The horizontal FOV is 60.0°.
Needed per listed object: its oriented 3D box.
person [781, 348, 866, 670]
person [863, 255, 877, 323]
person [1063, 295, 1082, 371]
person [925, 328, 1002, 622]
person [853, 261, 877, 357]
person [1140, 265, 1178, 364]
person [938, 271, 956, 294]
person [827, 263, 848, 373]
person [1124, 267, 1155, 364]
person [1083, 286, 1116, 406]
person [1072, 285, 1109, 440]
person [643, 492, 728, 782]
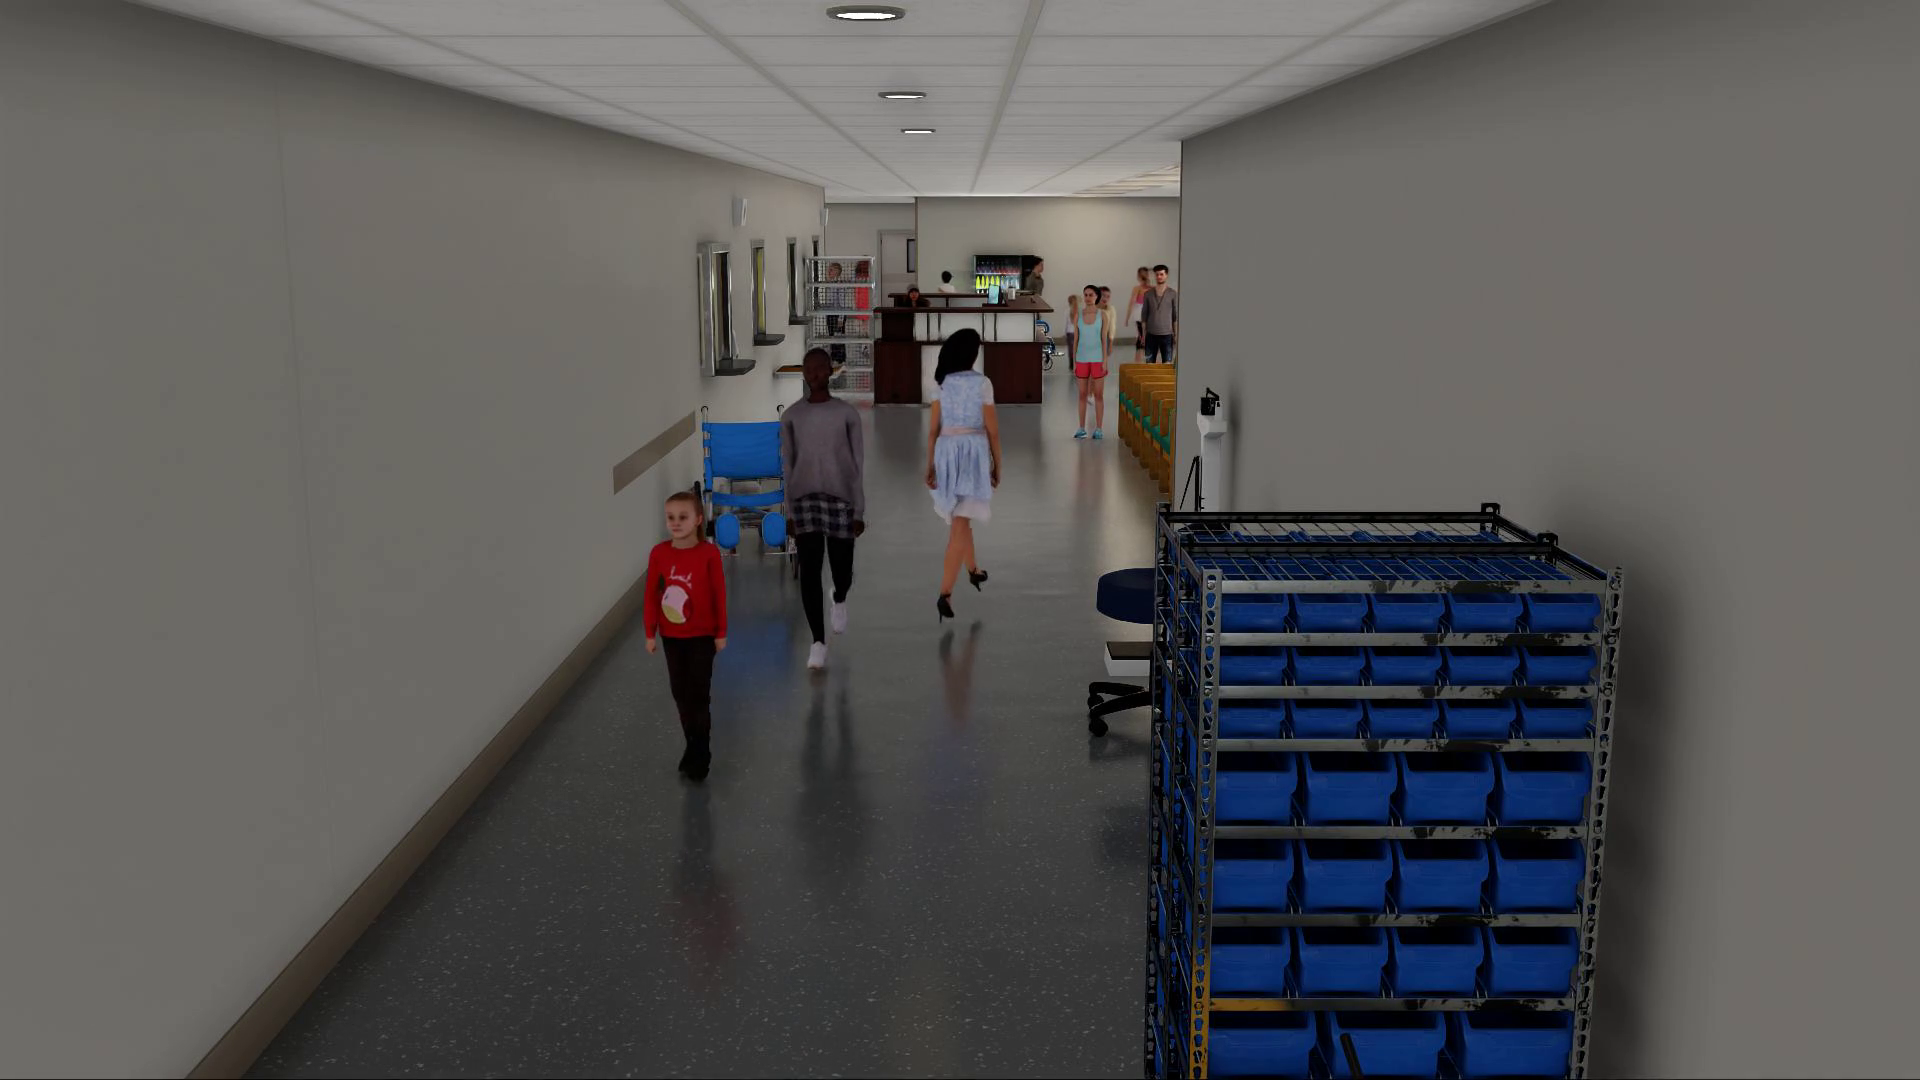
[{"bbox_3d":[-0.745,-0.184,9.324,0.961,1.751,0.688,0,11,3],"label":"person"},{"bbox_3d":[-2.278,-6.090,40.603,0.862,1.694,0.683,0,11,-1],"label":"person"},{"bbox_3d":[1.925,-3.473,27.971,0.724,1.261,0.591,0,11,-1],"label":"person"},{"bbox_3d":[-0.007,-0.355,10.223,1.224,1.752,0.984,4,11,19],"label":"person"},{"bbox_3d":[-1.776,-4.324,31.030,0.920,1.793,0.934,-8,14,-37],"label":"person"},{"bbox_3d":[2.709,-2.771,22.548,0.611,1.904,0.797,3,11,16],"label":"person"},{"bbox_3d":[-0.216,-4.403,32.169,1.023,1.523,0.990,-7,13,-34],"label":"person"},{"bbox_3d":[-2.066,-3.714,27.747,0.754,1.818,0.739,-7,13,-33],"label":"person"},{"bbox_3d":[2.938,-3.360,26.104,1.221,1.735,1.107,-6,12,-30],"label":"person"},{"bbox_3d":[1.855,-2.641,22.693,1.062,1.593,0.868,3,11,15],"label":"person"},{"bbox_3d":[1.501,-2.035,19.042,0.580,1.764,0.685,3,11,17],"label":"person"},{"bbox_3d":[-1.206,0.413,7.469,0.531,1.270,0.586,1,11,7],"label":"person"}]
